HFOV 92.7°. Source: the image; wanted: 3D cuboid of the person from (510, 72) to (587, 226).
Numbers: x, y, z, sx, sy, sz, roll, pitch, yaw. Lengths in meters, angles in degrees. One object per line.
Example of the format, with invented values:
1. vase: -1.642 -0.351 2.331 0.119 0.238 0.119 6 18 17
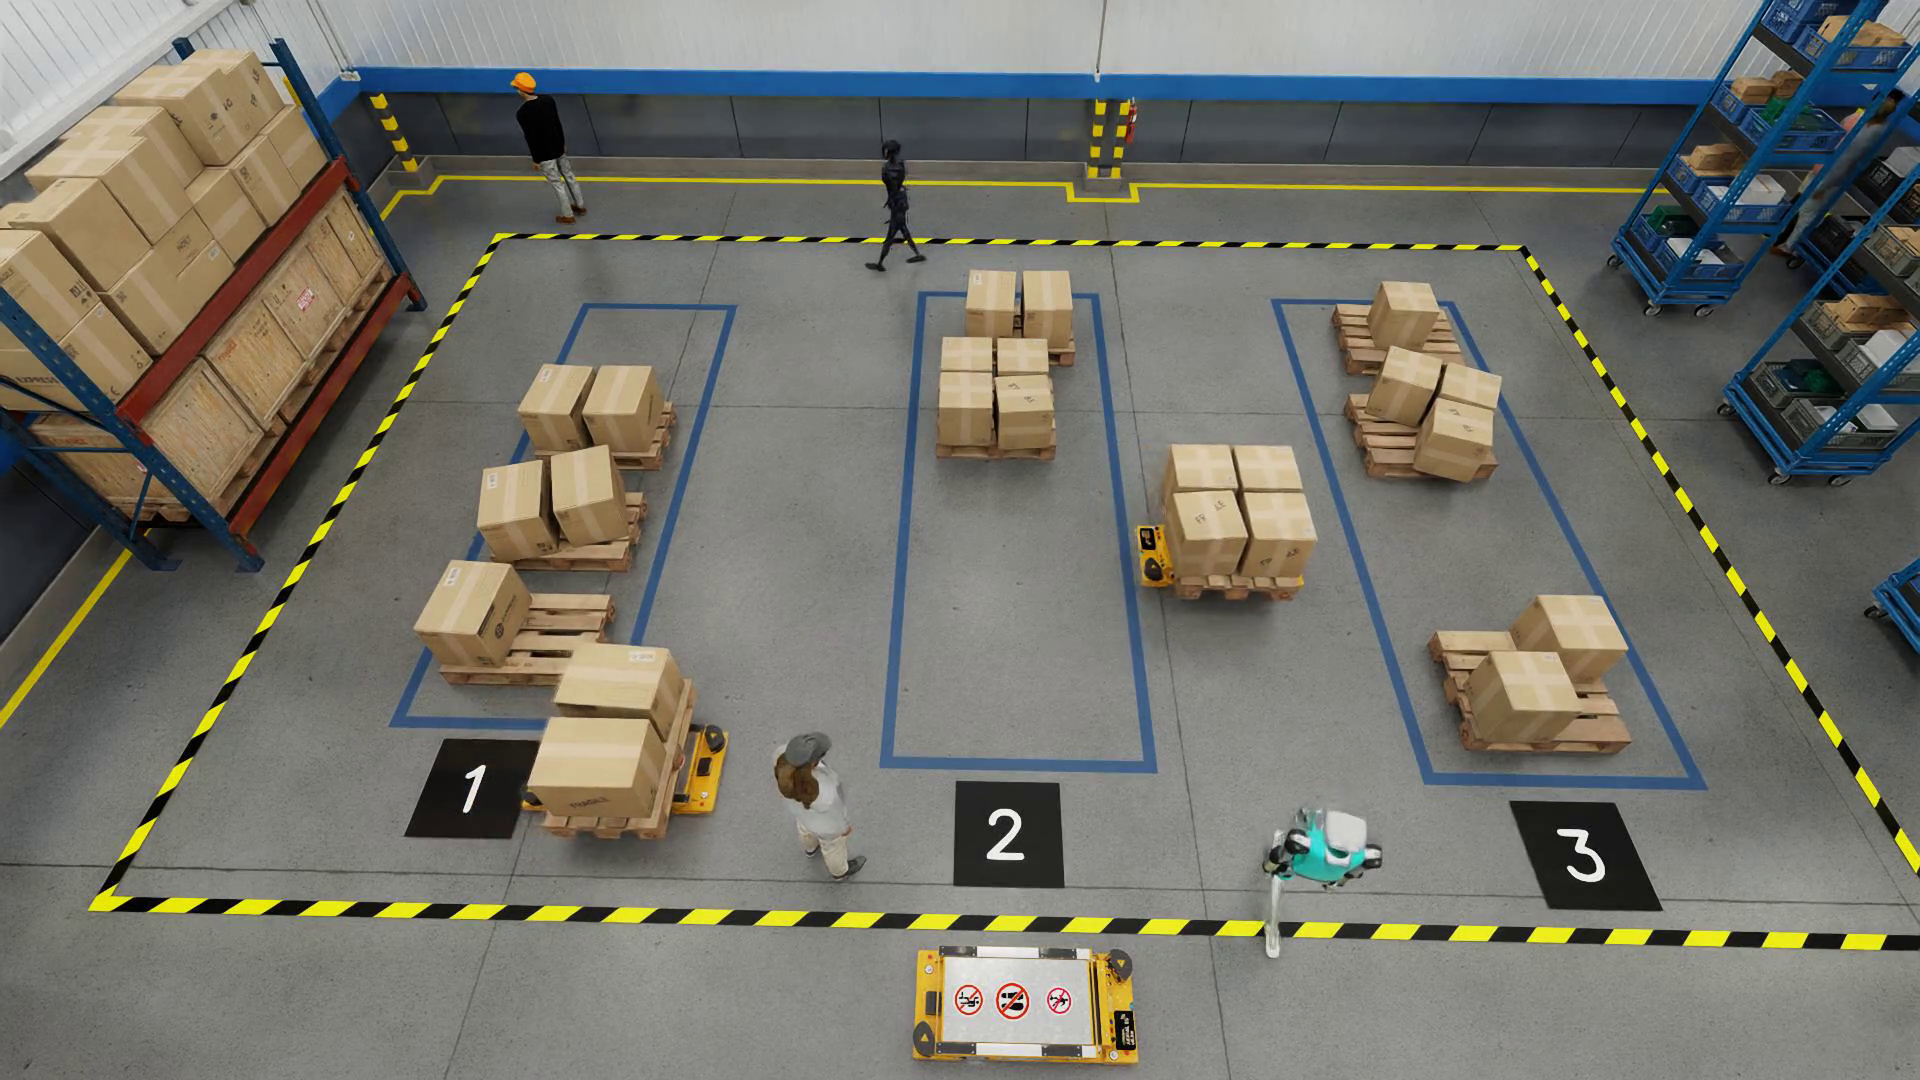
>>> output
1. person: -5.105 -4.838 11.389 0.362 1.884 0.585 19 53 15

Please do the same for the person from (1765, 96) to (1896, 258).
1. person: 10.398 -4.292 10.920 0.645 1.930 0.393 -34 59 -25

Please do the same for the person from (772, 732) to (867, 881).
1. person: -0.945 1.772 6.072 0.572 1.767 0.402 35 59 25

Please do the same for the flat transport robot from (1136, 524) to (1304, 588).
1. flat transport robot: 2.370 0.117 8.372 1.431 0.197 0.652 1 51 1

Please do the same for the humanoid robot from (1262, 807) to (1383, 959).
1. humanoid robot: 2.238 1.962 5.985 0.532 1.756 1.067 9 51 7

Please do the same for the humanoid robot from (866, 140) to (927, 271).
1. humanoid robot: -0.789 -3.939 10.814 0.777 1.623 0.589 -7 51 -6

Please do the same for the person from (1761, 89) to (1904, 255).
1. person: 10.443 -4.403 10.980 0.368 1.966 0.604 8 51 7

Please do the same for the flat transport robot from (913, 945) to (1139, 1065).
1. flat transport robot: 0.422 3.041 6.007 1.431 0.231 0.659 1 51 1

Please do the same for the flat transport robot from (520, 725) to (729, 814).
1. flat transport robot: -2.564 1.743 7.047 1.431 0.197 0.652 1 51 1
